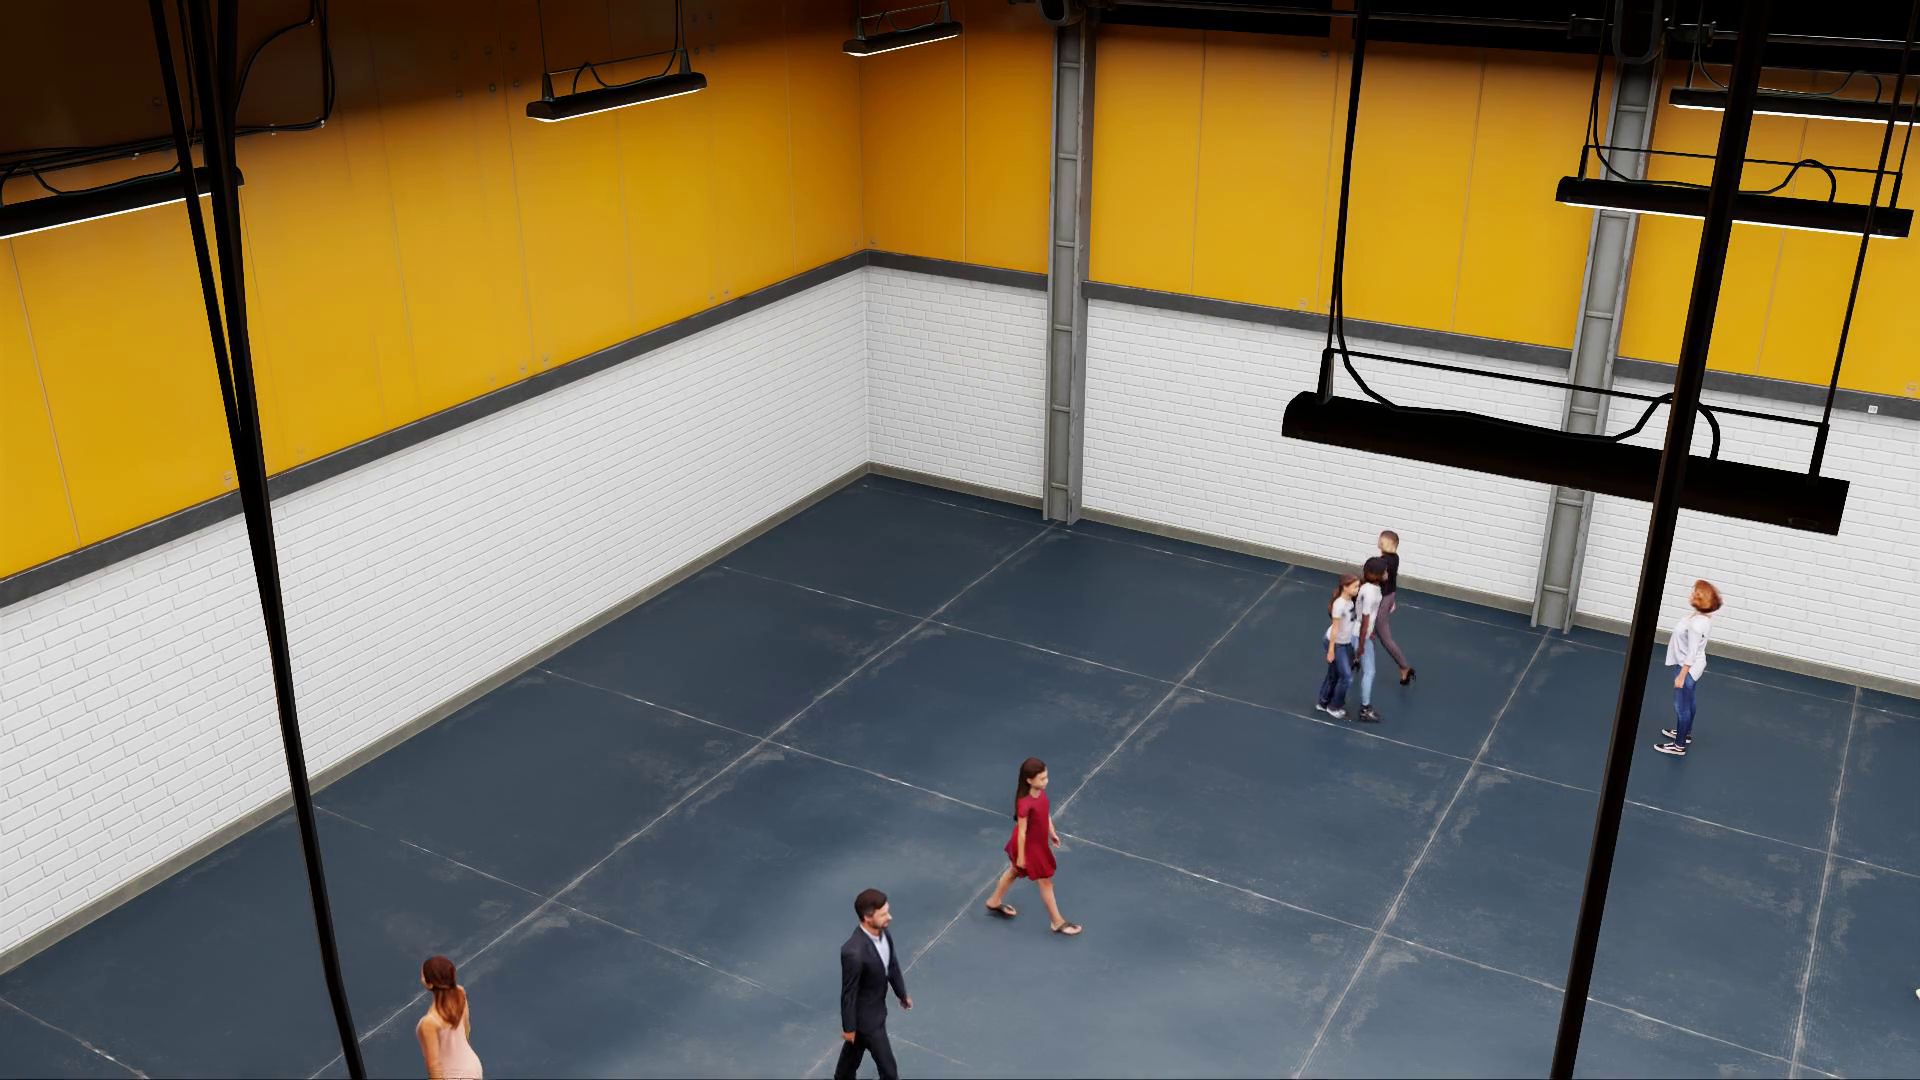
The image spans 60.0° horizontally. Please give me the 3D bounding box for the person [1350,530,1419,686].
[{"bbox_3d":[4.287,0.718,16.638,1.035,1.633,0.637,15,28,30],"label":"person"}]

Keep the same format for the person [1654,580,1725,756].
[{"bbox_3d":[6.819,1.170,15.506,0.618,1.712,0.657,15,28,31],"label":"person"}]

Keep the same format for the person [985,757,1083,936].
[{"bbox_3d":[0.482,2.364,13.021,1.086,1.516,0.695,8,25,17],"label":"person"}]

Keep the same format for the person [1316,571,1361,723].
[{"bbox_3d":[3.611,0.991,16.118,0.607,1.550,0.547,13,27,28],"label":"person"}]

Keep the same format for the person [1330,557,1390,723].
[{"bbox_3d":[3.827,0.925,16.080,0.892,1.702,0.739,2,24,5],"label":"person"}]

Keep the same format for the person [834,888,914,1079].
[{"bbox_3d":[-0.686,3.083,10.982,1.091,1.831,0.805,6,24,13],"label":"person"}]

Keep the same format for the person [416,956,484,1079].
[{"bbox_3d":[-3.064,3.377,10.357,1.111,1.792,0.692,10,26,22],"label":"person"}]
